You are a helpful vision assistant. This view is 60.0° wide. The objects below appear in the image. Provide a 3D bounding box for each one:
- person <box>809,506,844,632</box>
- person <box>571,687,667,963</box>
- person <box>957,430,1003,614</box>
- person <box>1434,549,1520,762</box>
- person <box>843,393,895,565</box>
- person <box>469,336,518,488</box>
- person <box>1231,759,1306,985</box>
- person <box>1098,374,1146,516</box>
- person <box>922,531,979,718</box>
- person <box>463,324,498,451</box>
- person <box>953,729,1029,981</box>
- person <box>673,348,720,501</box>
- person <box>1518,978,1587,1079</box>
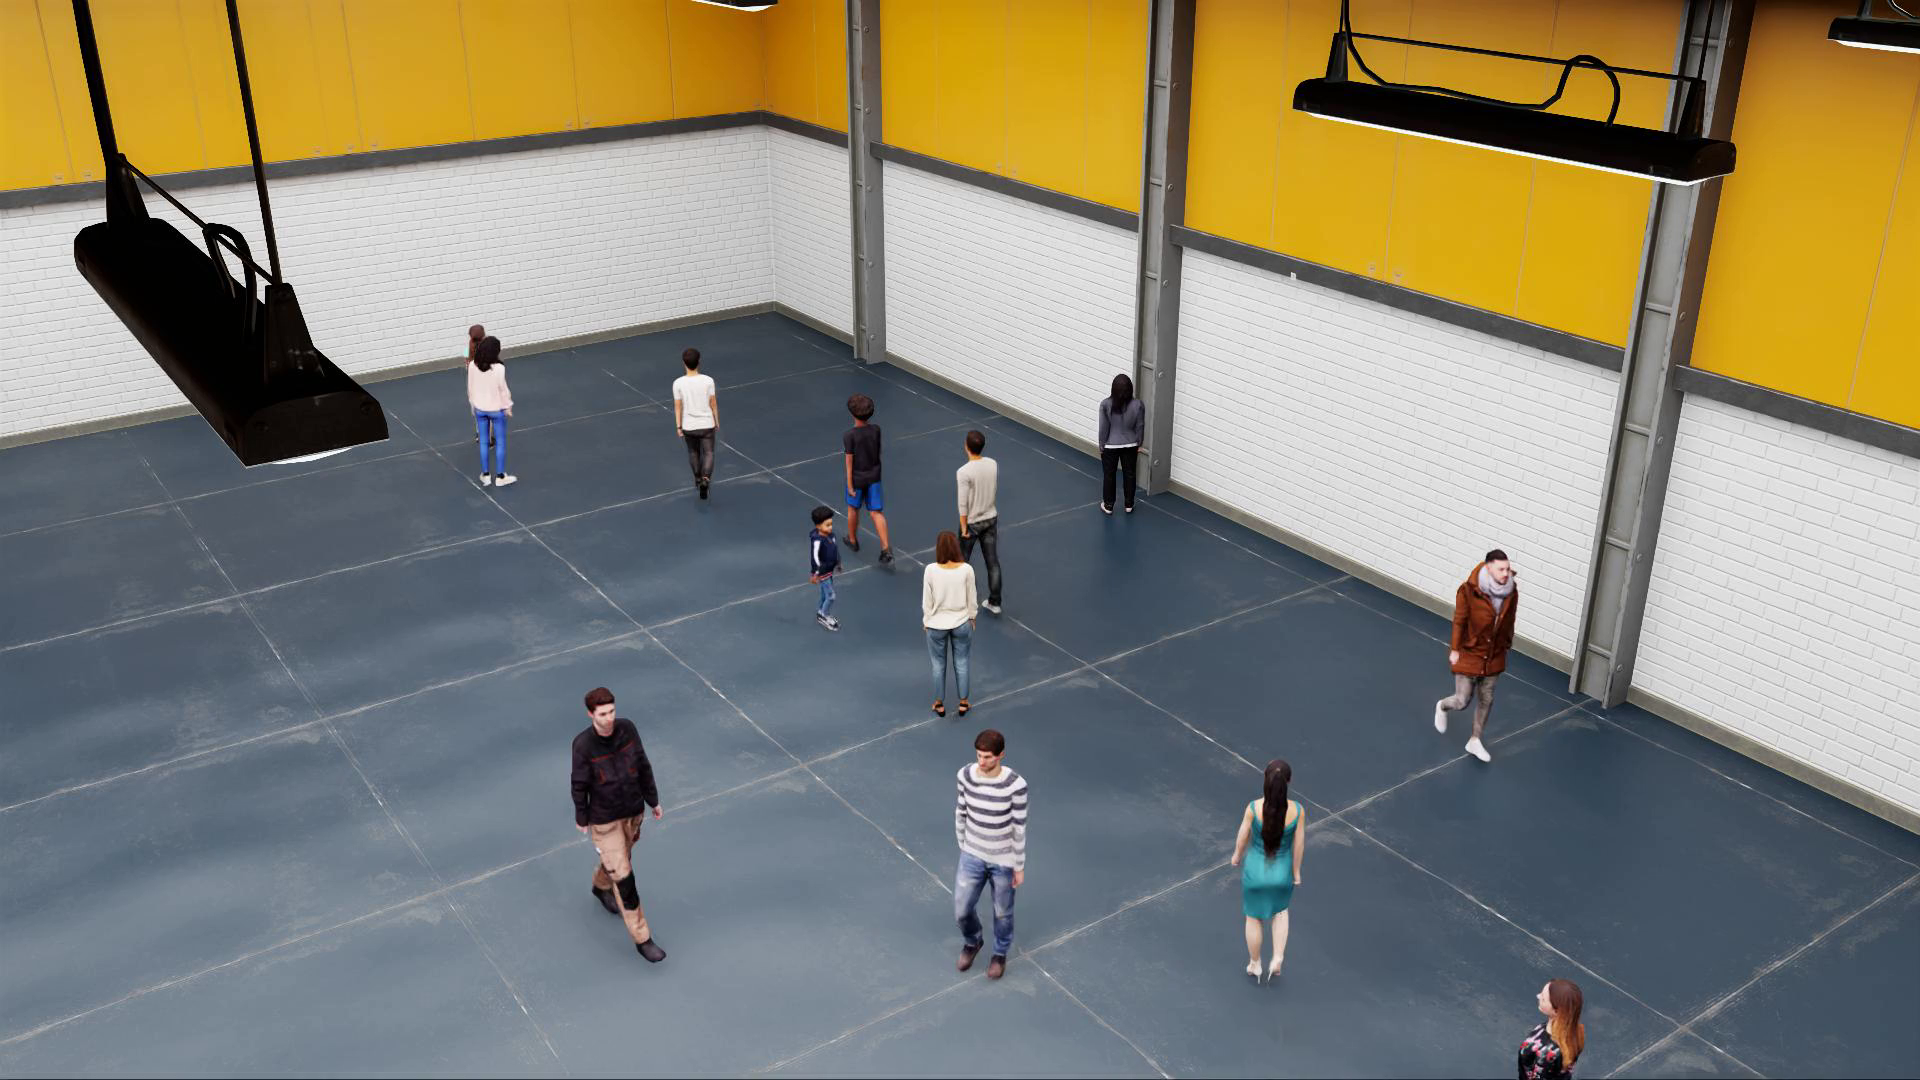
[{"bbox_3d":[-1.316,0.245,15.651,0.666,1.215,0.621,9,25,19],"label":"person"},{"bbox_3d":[-2.353,1.820,11.215,1.288,1.882,0.858,21,31,40],"label":"person"},{"bbox_3d":[0.239,-0.143,15.859,0.702,1.759,1.147,-13,27,-28],"label":"person"},{"bbox_3d":[4.147,0.890,13.419,0.878,1.822,0.978,-5,24,-11],"label":"person"},{"bbox_3d":[-0.920,-0.594,16.885,0.733,1.765,1.194,-11,26,-23],"label":"person"},{"bbox_3d":[-5.369,-1.459,18.877,0.733,1.755,0.834,3,24,6],"label":"person"},{"bbox_3d":[1.973,2.172,10.660,0.686,1.682,0.729,0,24,1],"label":"person"},{"bbox_3d":[1.745,-1.056,18.151,0.796,1.597,0.829,-2,24,-3],"label":"person"},{"bbox_3d":[-0.094,0.708,14.012,0.707,1.680,0.722,-1,24,-2],"label":"person"},{"bbox_3d":[-5.762,-1.809,19.936,0.698,1.548,0.757,6,24,13],"label":"person"},{"bbox_3d":[0.233,2.004,10.849,0.770,1.839,0.845,7,25,16],"label":"person"},{"bbox_3d":[-2.916,-1.281,18.534,0.935,1.703,1.123,-3,24,-7],"label":"person"},{"bbox_3d":[3.140,3.017,8.745,0.972,1.669,0.718,19,30,36],"label":"person"}]
